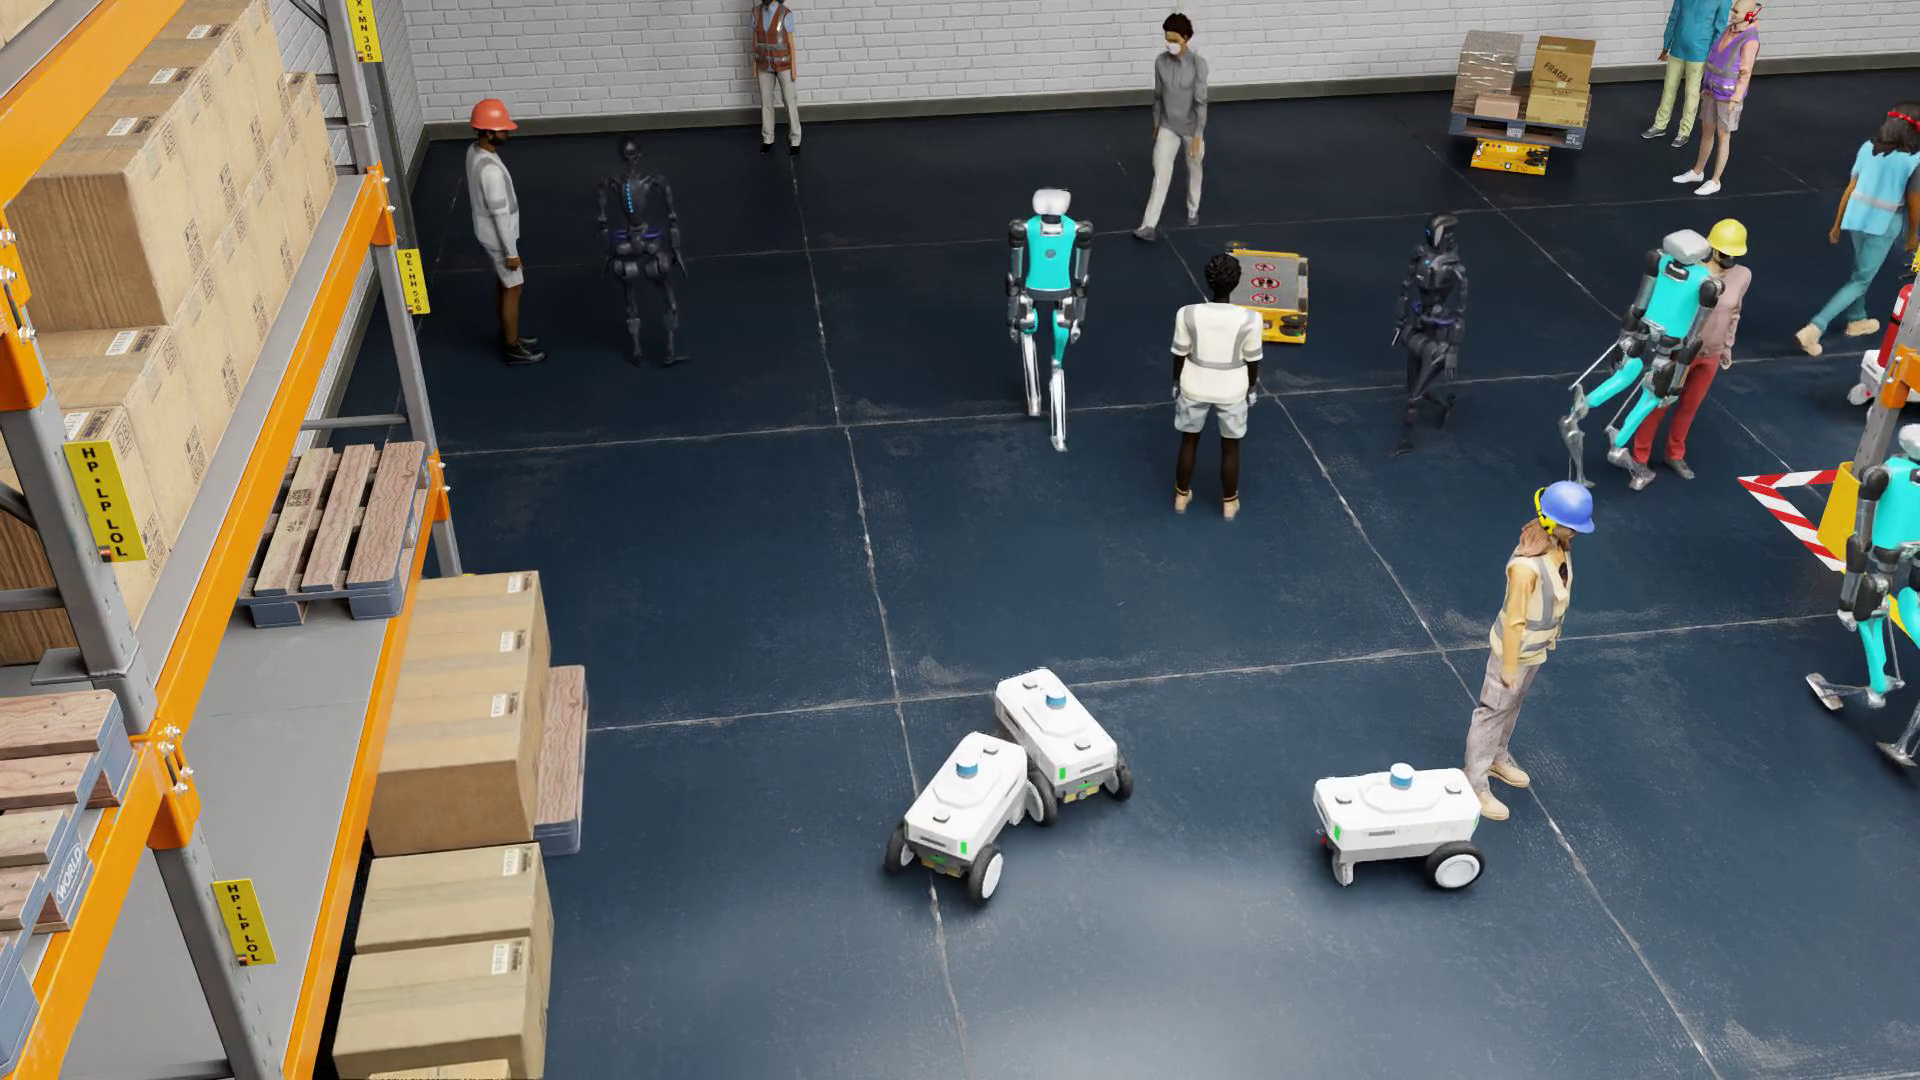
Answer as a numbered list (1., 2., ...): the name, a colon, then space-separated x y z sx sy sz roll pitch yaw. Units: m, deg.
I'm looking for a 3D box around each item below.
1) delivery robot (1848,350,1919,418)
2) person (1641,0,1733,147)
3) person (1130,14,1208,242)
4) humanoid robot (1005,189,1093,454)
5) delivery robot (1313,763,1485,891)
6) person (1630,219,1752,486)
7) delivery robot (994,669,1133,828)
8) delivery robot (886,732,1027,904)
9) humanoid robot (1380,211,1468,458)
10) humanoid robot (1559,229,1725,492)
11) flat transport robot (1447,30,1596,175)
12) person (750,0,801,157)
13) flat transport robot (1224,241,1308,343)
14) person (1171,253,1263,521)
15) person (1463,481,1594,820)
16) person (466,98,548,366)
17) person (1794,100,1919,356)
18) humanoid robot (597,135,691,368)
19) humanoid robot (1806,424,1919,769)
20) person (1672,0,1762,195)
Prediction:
1. delivery robot: 6.499 -1.095 11.257 0.768 0.581 0.499 -2 33 -2
2. person: 6.776 -4.552 15.473 0.341 1.743 0.572 -22 39 -30
3. person: 1.777 -3.349 13.542 0.564 1.834 1.022 16 36 23
4. humanoid robot: 0.553 -1.490 10.795 0.540 1.763 0.913 0 33 0
5. delivery robot: 2.020 1.283 7.639 0.781 0.610 0.517 -4 33 -6
6. person: 4.530 -1.145 10.236 0.532 1.766 0.325 -7 34 -11
7. delivery robot: 0.473 0.992 8.085 0.499 0.611 0.792 -15 36 -22
8. delivery robot: 0.029 1.239 7.680 0.499 0.581 0.778 15 36 22
9. humanoid robot: 3.062 -1.327 10.626 0.686 1.633 0.616 -16 36 -22
10. humanoid robot: 4.039 -0.984 10.020 0.897 1.773 0.566 -16 36 -23
11. flat transport robot: 5.227 -3.789 15.658 0.659 0.231 1.431 12 35 17
12. person: -1.696 -4.346 15.221 0.431 1.681 0.318 10 34 15
13. flat transport robot: 2.328 -1.911 12.780 0.659 0.231 1.431 5 34 8
14. person: 1.513 -0.899 9.931 0.537 1.692 0.320 9 34 13
15. person: 2.630 0.496 7.716 0.321 1.772 0.471 23 40 31
16. person: -3.183 -2.133 11.611 0.379 1.926 0.547 -15 36 -22
17. person: 6.447 -2.196 11.803 0.939 1.834 0.513 -15 36 -21
18. humanoid robot: -2.223 -1.993 11.624 0.609 1.646 0.405 1 33 2
19. humanoid robot: 4.567 0.375 7.968 0.543 1.737 1.029 -4 33 -6
20. person: 6.641 -3.861 14.465 0.347 1.694 0.481 -7 34 -10
